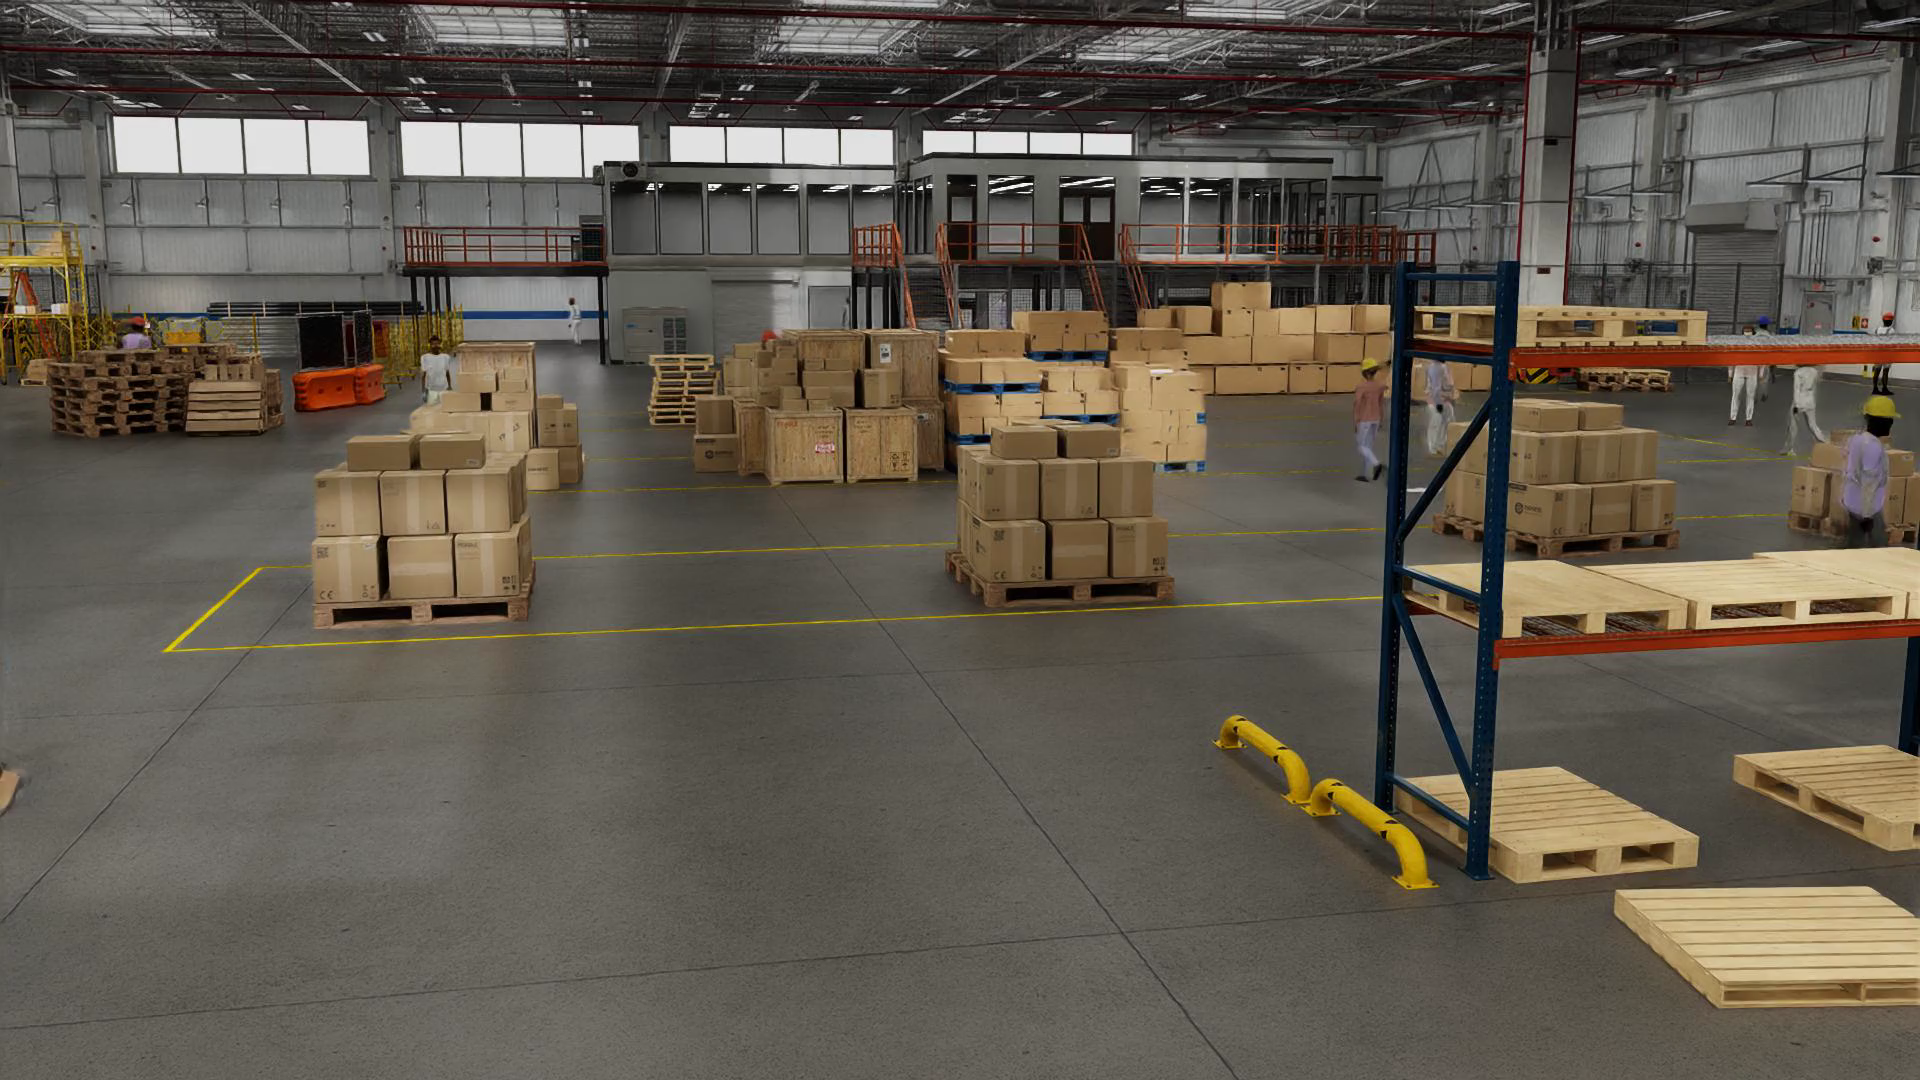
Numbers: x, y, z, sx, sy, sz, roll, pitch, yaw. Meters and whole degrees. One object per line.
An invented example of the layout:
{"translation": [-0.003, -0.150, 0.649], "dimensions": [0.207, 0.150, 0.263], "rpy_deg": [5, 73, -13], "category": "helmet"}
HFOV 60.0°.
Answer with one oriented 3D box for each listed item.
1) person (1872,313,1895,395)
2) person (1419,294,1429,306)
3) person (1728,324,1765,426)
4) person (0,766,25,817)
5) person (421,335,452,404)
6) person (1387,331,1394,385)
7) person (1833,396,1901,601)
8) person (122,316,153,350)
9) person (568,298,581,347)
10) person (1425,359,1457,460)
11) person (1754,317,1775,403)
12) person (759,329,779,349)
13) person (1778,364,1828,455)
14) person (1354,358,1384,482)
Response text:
{"translation": [21.801, -4.383, 39.205], "dimensions": [0.360, 1.939, 0.543], "rpy_deg": [-3, 10, -19], "category": "person"}
{"translation": [18.096, -8.584, 64.699], "dimensions": [0.641, 1.971, 0.467], "rpy_deg": [-3, 10, -15], "category": "person"}
{"translation": [14.897, -3.123, 31.521], "dimensions": [0.630, 1.938, 0.366], "rpy_deg": [5, 10, 27], "category": "person"}
{"translation": [-5.340, 0.743, 8.750], "dimensions": [0.540, 1.681, 0.475], "rpy_deg": [8, 12, 39], "category": "person"}
{"translation": [-8.811, -2.516, 28.038], "dimensions": [0.530, 1.869, 0.311], "rpy_deg": [-6, 11, -34], "category": "person"}
{"translation": [9.912, -4.091, 37.579], "dimensions": [0.532, 1.881, 0.651], "rpy_deg": [-6, 11, -34], "category": "person"}
{"translation": [7.876, -0.324, 14.595], "dimensions": [0.806, 1.902, 0.595], "rpy_deg": [3, 10, 15], "category": "person"}
{"translation": [-16.485, -3.484, 33.450], "dimensions": [0.609, 2.029, 0.432], "rpy_deg": [2, 10, 14], "category": "person"}
{"translation": [-14.572, -8.241, 62.988], "dimensions": [0.361, 1.859, 0.651], "rpy_deg": [3, 10, 16], "category": "person"}
{"translation": [7.488, -2.136, 25.855], "dimensions": [0.500, 1.826, 0.630], "rpy_deg": [7, 12, 37], "category": "person"}
{"translation": [17.871, -4.017, 37.096], "dimensions": [0.634, 1.891, 0.983], "rpy_deg": [6, 11, 34], "category": "person"}
{"translation": [-3.083, -2.441, 27.201], "dimensions": [0.398, 1.990, 0.620], "rpy_deg": [0, 9, -2], "category": "person"}
{"translation": [13.481, -2.177, 26.442], "dimensions": [0.493, 1.714, 0.803], "rpy_deg": [-3, 10, -19], "category": "person"}
{"translation": [5.718, -1.653, 23.144], "dimensions": [0.529, 1.751, 0.598], "rpy_deg": [-5, 10, -27], "category": "person"}
